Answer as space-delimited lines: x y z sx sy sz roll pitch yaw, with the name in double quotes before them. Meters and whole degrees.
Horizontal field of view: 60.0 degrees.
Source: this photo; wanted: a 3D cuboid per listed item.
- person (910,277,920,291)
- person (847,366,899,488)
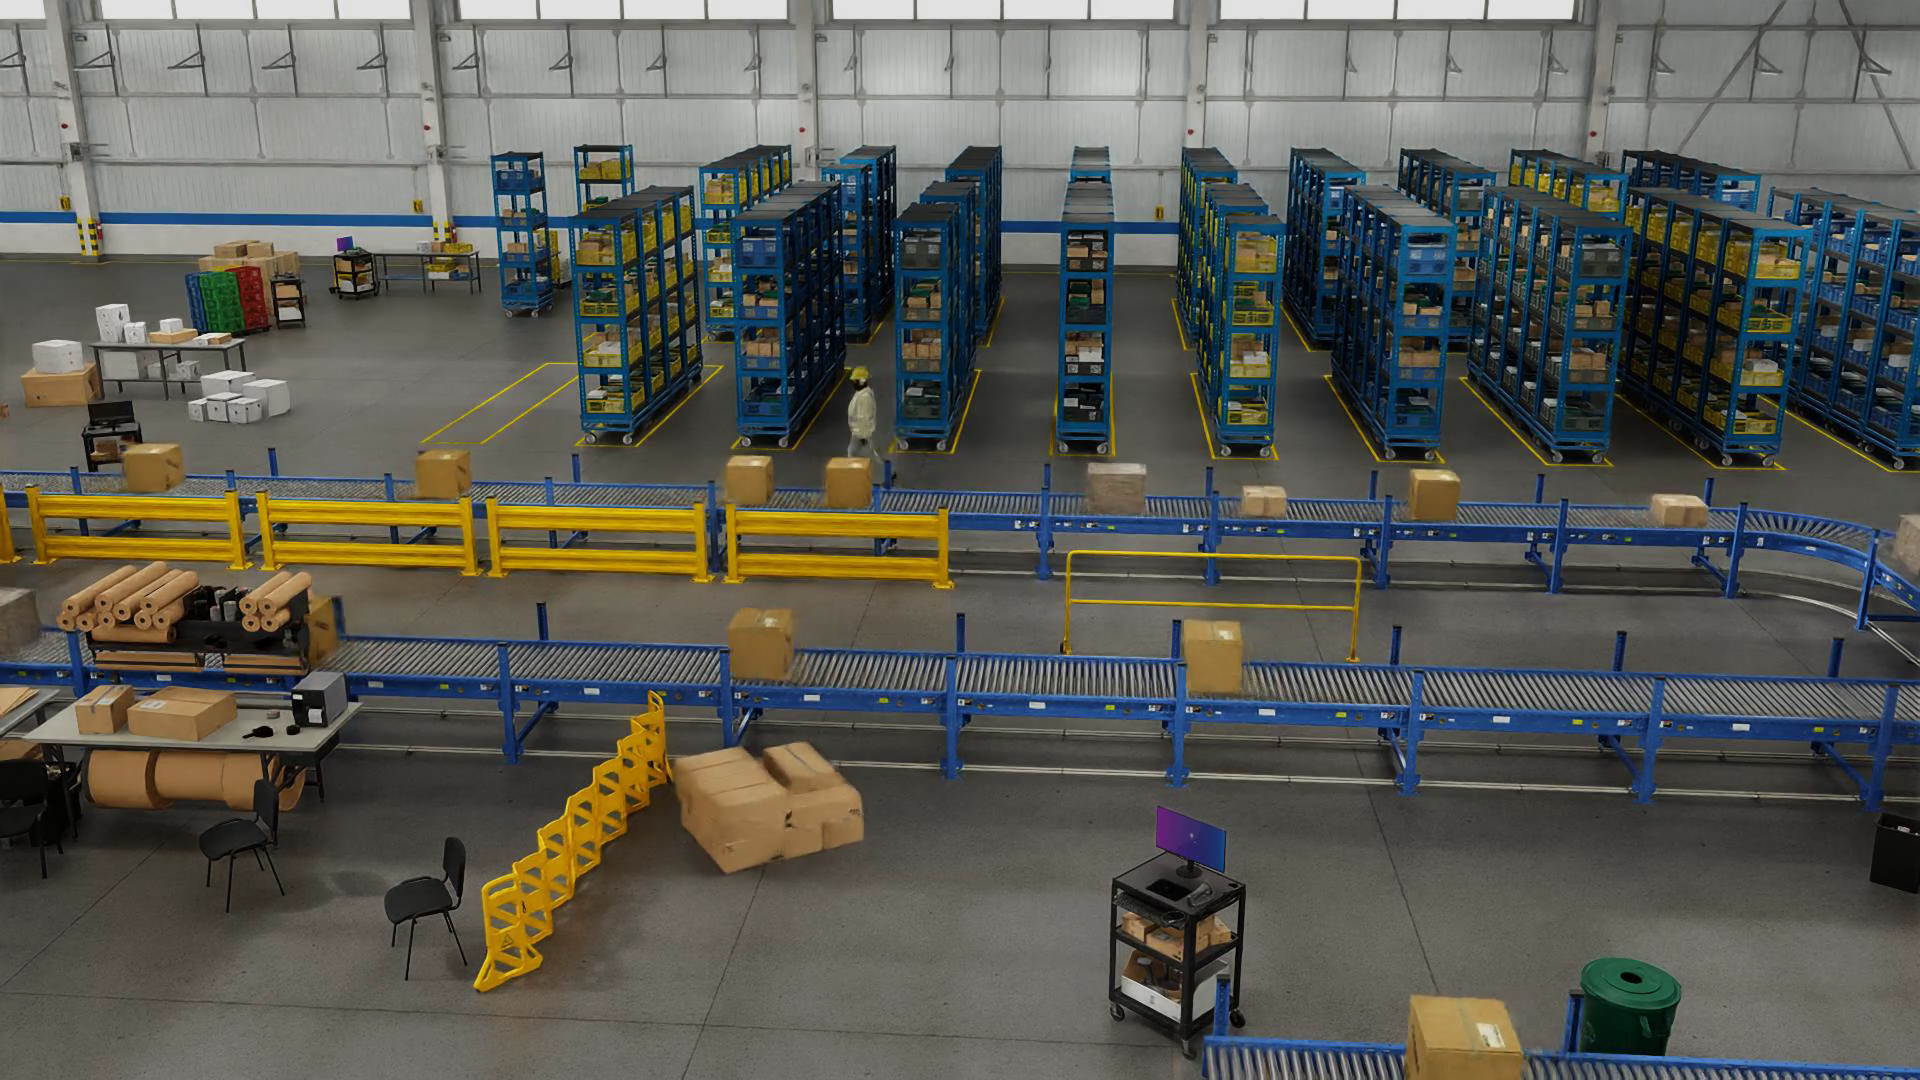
"person" -0.867 -5.541 36.195 0.589 1.808 0.937 0 17 1
"person" -1.322 -1.598 23.687 0.842 1.806 0.599 -4 18 -11
